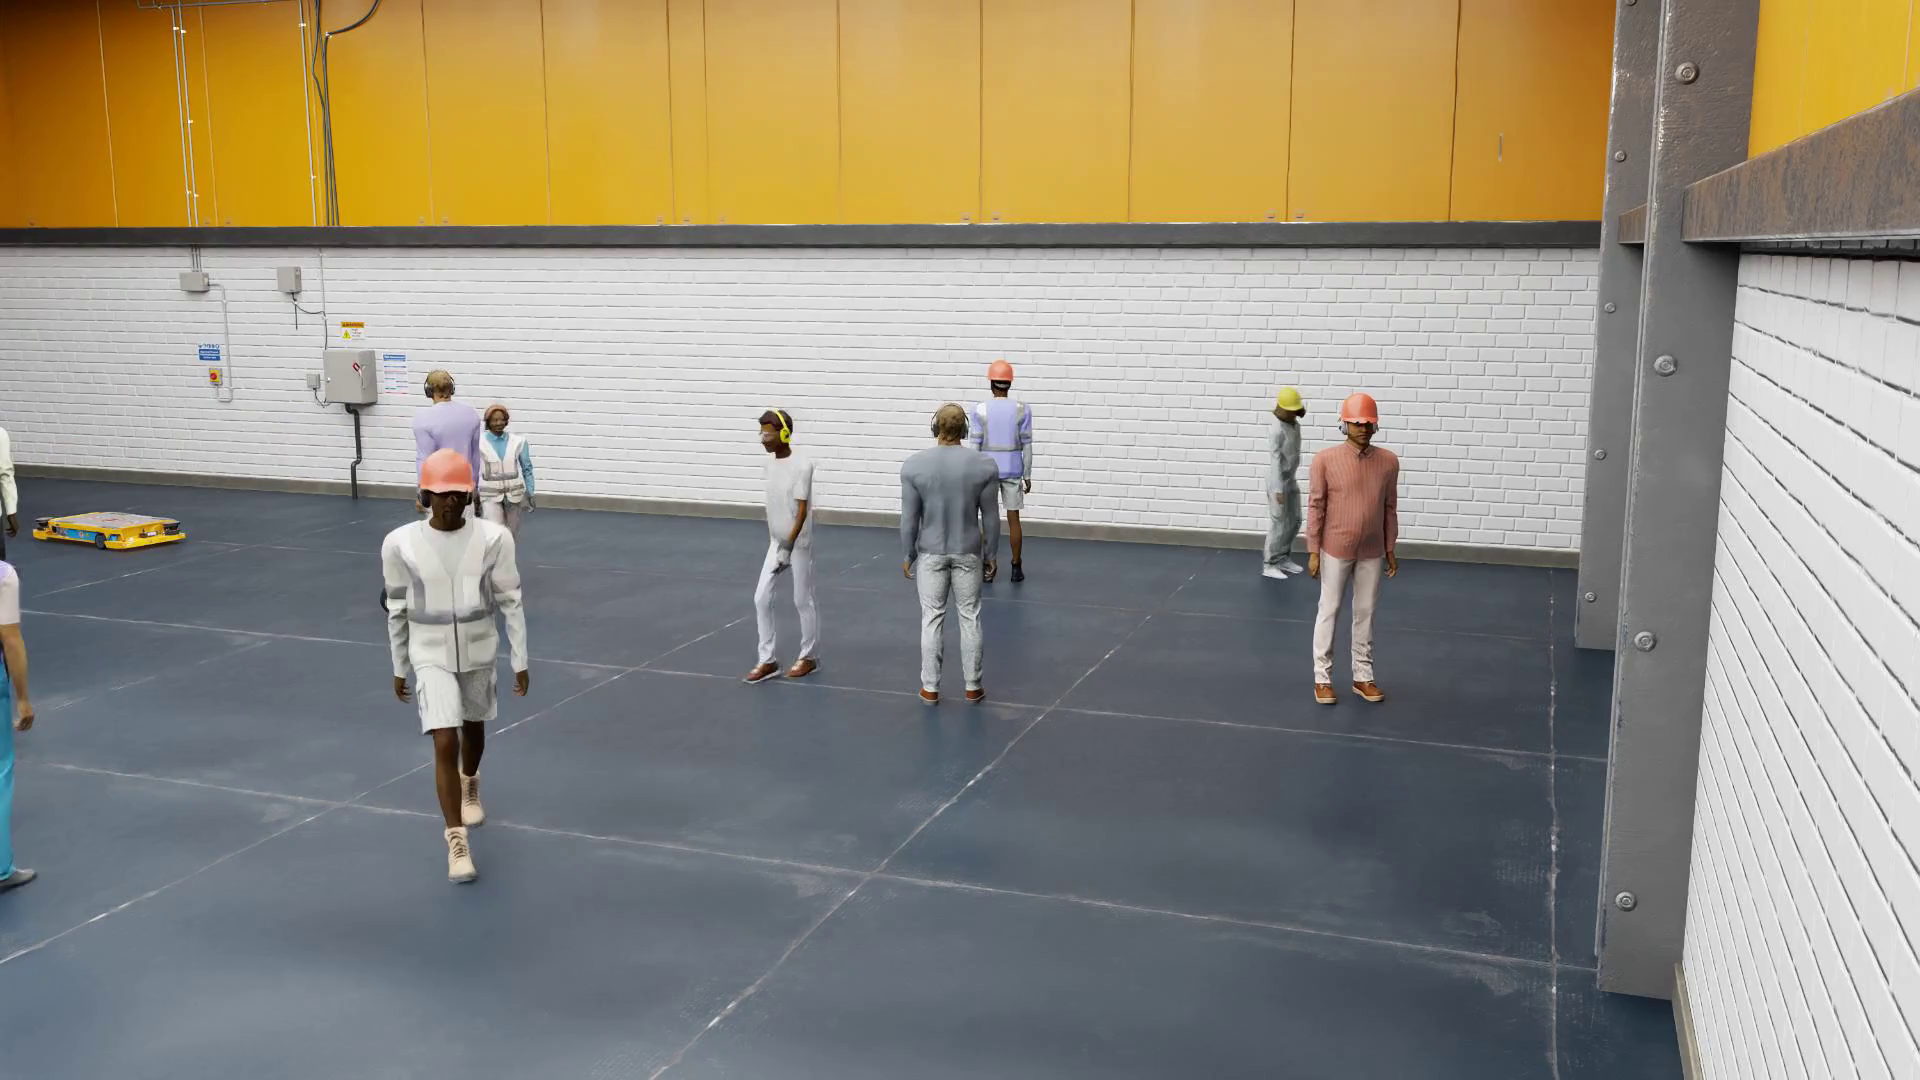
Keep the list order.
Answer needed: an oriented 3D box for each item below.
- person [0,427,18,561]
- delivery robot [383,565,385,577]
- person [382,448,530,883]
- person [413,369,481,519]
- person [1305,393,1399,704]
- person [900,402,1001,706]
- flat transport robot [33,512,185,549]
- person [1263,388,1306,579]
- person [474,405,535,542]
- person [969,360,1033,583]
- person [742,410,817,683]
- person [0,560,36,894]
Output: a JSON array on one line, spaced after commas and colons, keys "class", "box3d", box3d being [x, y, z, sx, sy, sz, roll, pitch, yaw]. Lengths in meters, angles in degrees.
[{"class": "person", "box3d": [-7.173, -0.183, 12.042, 0.634, 1.981, 0.431, -9, 14, -43]}, {"class": "delivery robot", "box3d": [-4.236, 0.249, 13.337, 0.707, 0.478, 0.477, -2, 10, -9]}, {"class": "person", "box3d": [-2.422, 0.530, 7.997, 0.628, 1.998, 1.060, -4, 11, -22]}, {"class": "person", "box3d": [-4.134, -0.411, 13.431, 0.378, 1.937, 0.628, 7, 12, 33]}, {"class": "person", "box3d": [2.513, 0.055, 10.640, 0.622, 1.994, 0.381, -2, 10, -11]}, {"class": "person", "box3d": [-0.061, 0.094, 10.575, 0.635, 1.938, 0.359, -1, 10, -3]}, {"class": "flat transport robot", "box3d": [-8.405, -0.108, 16.411, 1.431, 0.197, 0.652, 5, 11, 28]}, {"class": "person", "box3d": [2.840, -0.492, 14.534, 0.421, 1.699, 0.558, 7, 12, 35]}, {"class": "person", "box3d": [-3.884, -0.357, 14.079, 0.524, 1.602, 0.839, -5, 11, -27]}, {"class": "person", "box3d": [0.352, -0.592, 14.448, 0.553, 1.934, 0.366, -1, 10, -3]}, {"class": "person", "box3d": [-1.204, 0.056, 11.091, 0.482, 1.831, 0.727, 8, 13, 38]}, {"class": "person", "box3d": [-4.482, 0.701, 7.487, 0.572, 1.826, 0.449, 0, 10, 1]}]
